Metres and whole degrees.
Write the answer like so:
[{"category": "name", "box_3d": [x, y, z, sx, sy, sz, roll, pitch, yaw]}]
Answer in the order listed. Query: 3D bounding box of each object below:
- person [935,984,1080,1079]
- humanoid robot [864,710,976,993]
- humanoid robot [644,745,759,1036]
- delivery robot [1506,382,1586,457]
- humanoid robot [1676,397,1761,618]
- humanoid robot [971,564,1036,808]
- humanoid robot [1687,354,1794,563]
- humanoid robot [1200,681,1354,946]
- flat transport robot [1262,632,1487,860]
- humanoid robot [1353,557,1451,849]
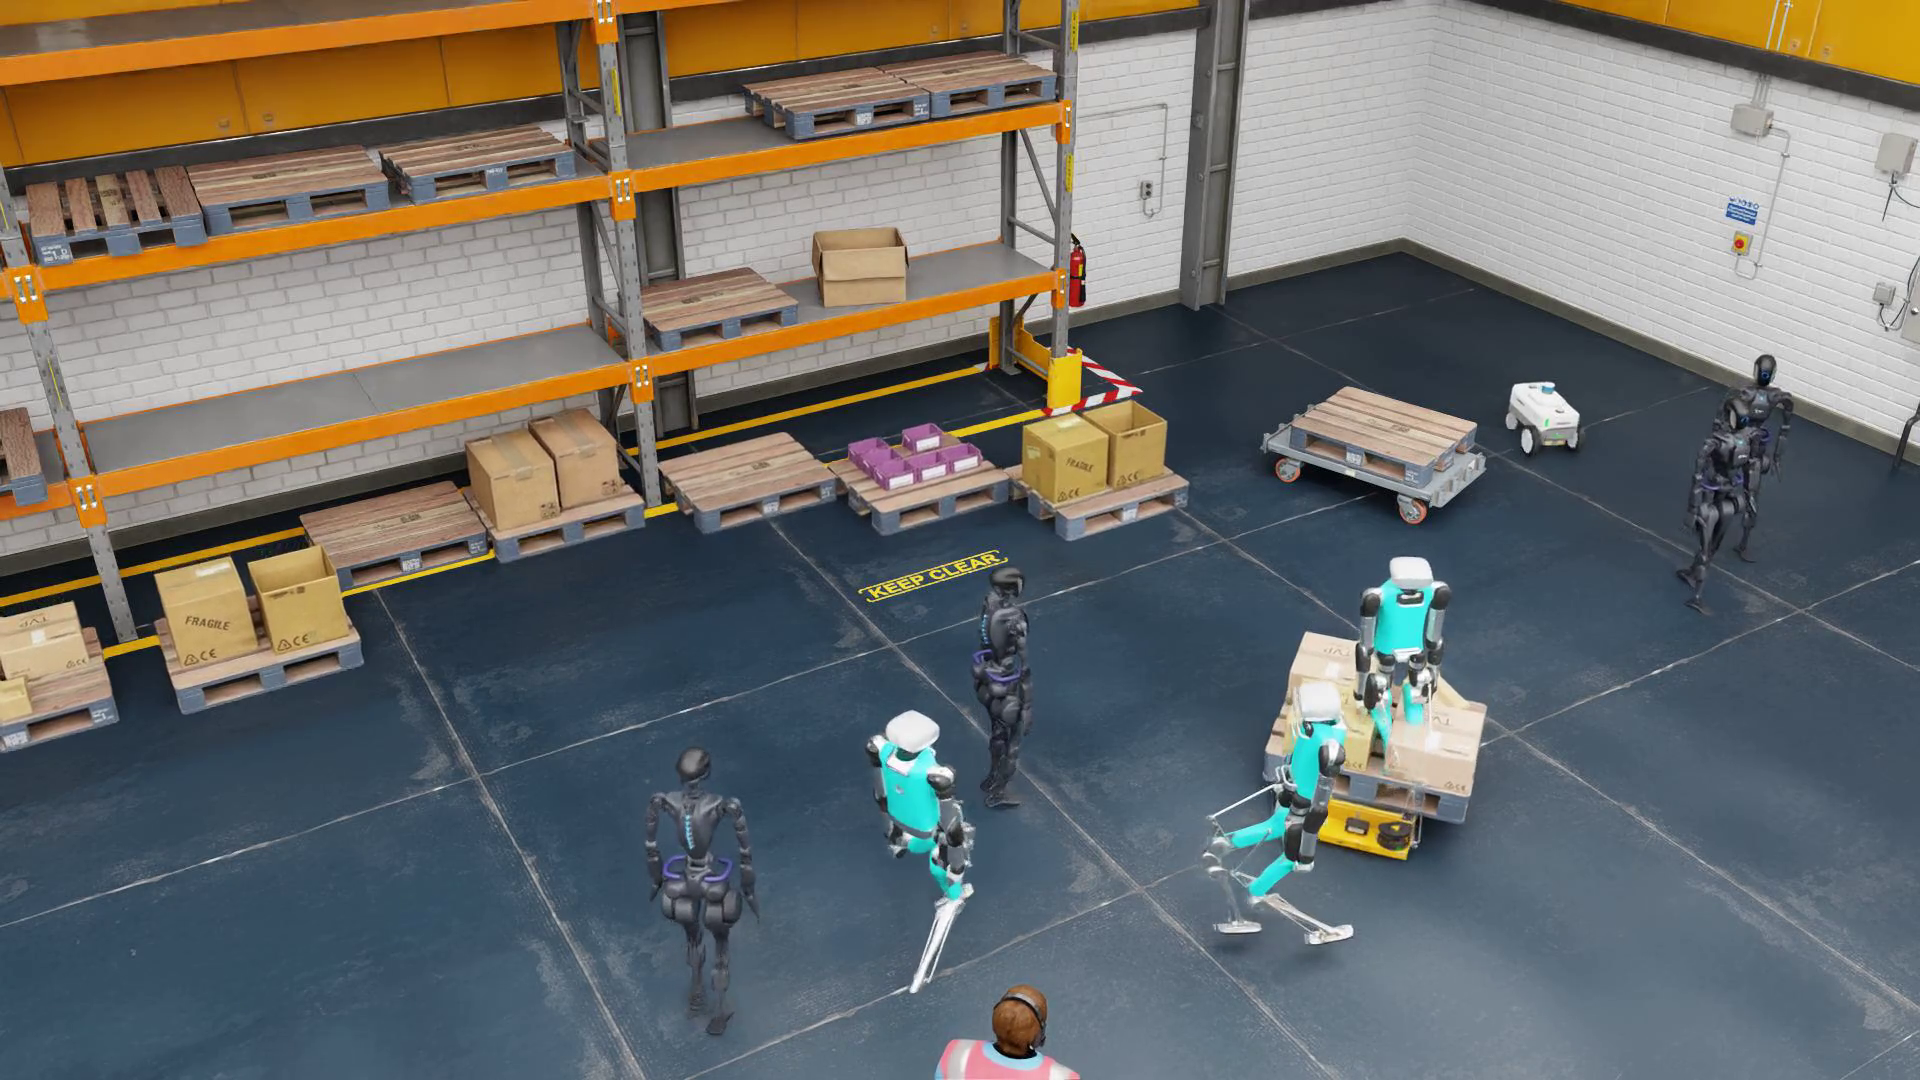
[{"category": "person", "box_3d": [0.213, 2.563, 6.854, 0.630, 1.837, 0.431, 9, 31, 16]}, {"category": "humanoid robot", "box_3d": [-0.049, 1.533, 8.856, 0.546, 1.781, 1.021, 20, 35, 31]}, {"category": "humanoid robot", "box_3d": [-1.322, 1.772, 8.413, 0.601, 1.640, 0.412, 4, 30, 7]}, {"category": "delivery robot", "box_3d": [5.131, -1.076, 14.608, 0.499, 0.613, 0.807, -4, 30, -8]}, {"category": "humanoid robot", "box_3d": [5.537, -0.285, 12.079, 0.611, 1.644, 0.611, -10, 31, -17]}, {"category": "humanoid robot", "box_3d": [0.266, 0.870, 9.997, 0.326, 1.649, 0.590, -15, 33, -24]}, {"category": "humanoid robot", "box_3d": [6.044, -0.695, 12.821, 0.589, 1.640, 0.682, 7, 30, 12]}, {"category": "humanoid robot", "box_3d": [1.664, 1.508, 8.795, 0.994, 1.738, 0.557, -1, 29, -1]}, {"category": "flat transport robot", "box_3d": [2.582, 1.442, 10.421, 0.659, 0.231, 1.431, 11, 31, 19]}, {"category": "humanoid robot", "box_3d": [2.622, 1.030, 9.734, 0.551, 1.835, 0.818, -4, 30, -7]}]
